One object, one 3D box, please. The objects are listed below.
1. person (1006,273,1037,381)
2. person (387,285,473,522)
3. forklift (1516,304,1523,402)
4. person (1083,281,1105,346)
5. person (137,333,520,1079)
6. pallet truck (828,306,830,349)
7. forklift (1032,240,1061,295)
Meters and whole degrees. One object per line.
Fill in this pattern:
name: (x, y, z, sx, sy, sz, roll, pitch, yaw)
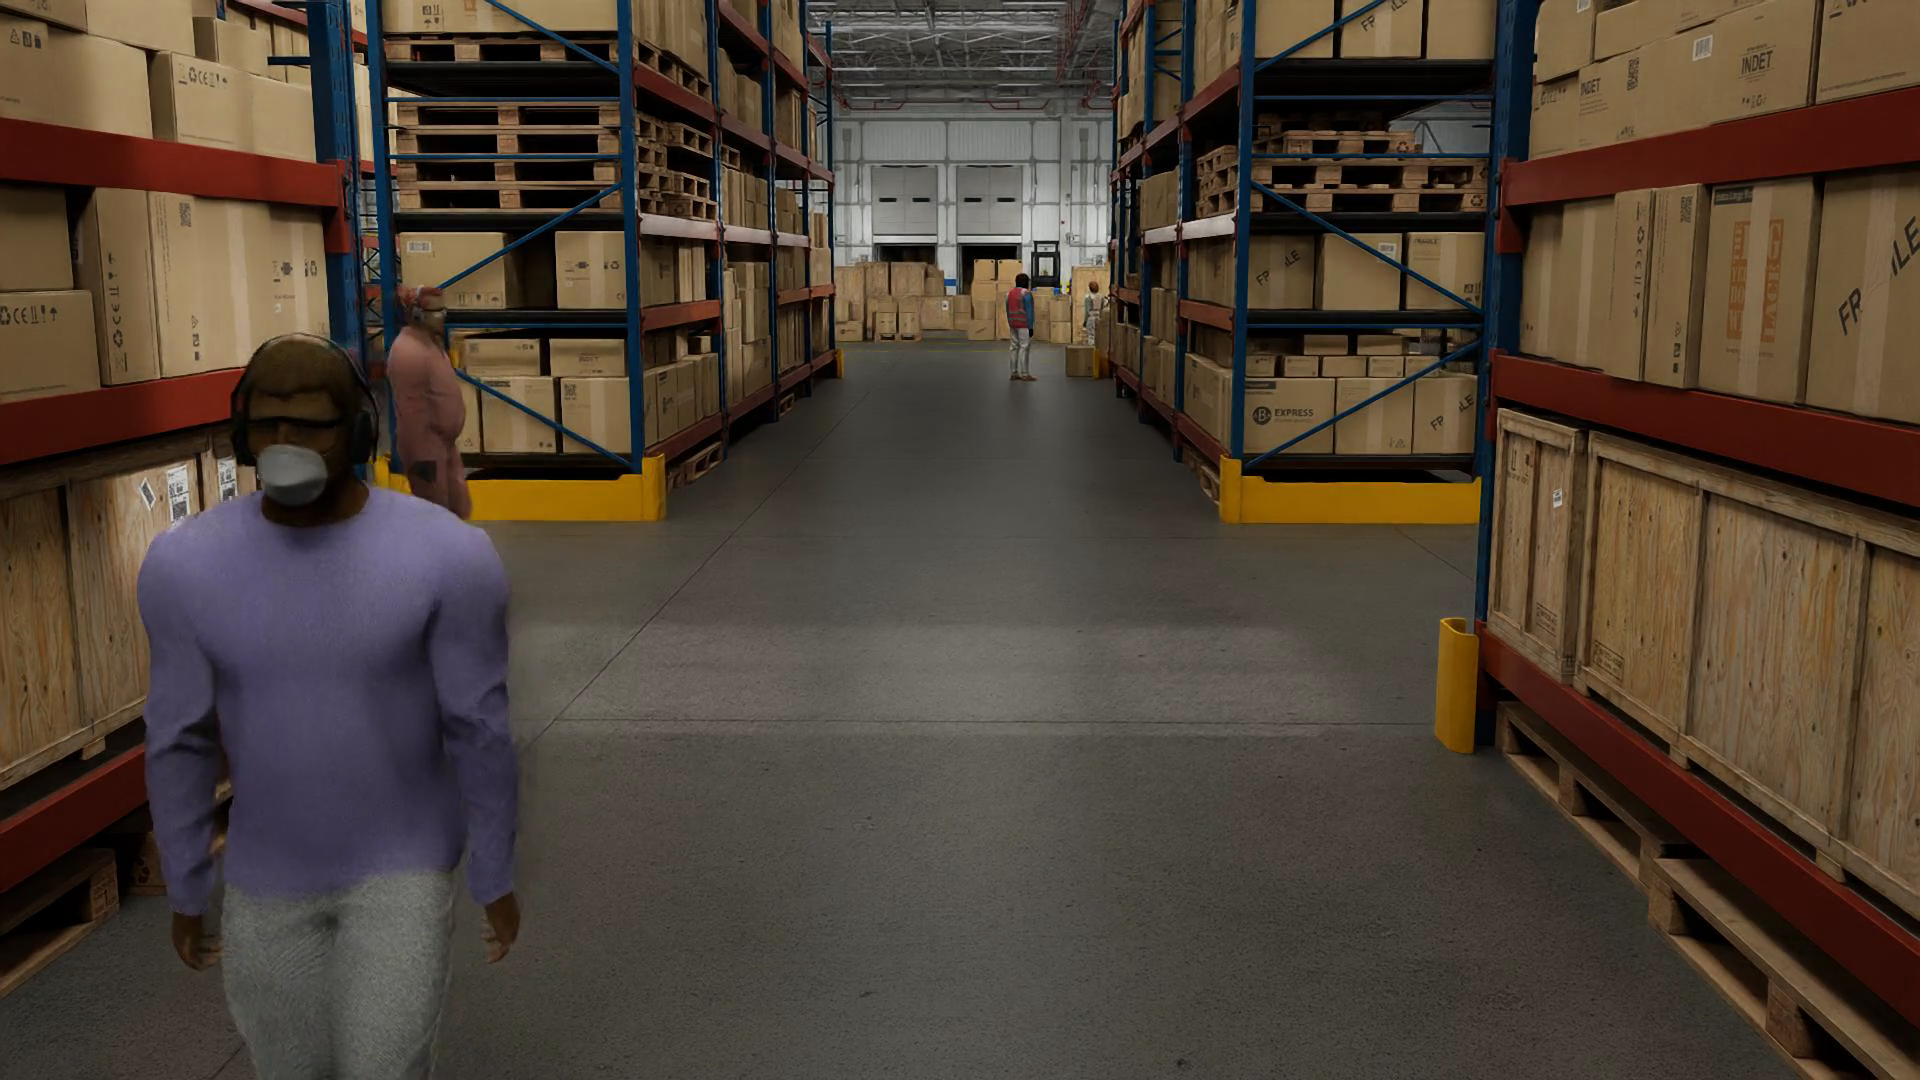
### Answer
person: (1.063, -3.646, 28.509, 0.429, 1.843, 0.629, -7, 12, -37)
person: (-3.134, -0.544, 9.775, 0.480, 1.891, 0.649, 0, 9, -1)
forklift: (7.795, -3.358, 23.677, 1.873, 2.768, 1.129, 3, 10, 15)
person: (2.754, -4.493, 34.180, 0.514, 1.642, 0.310, -6, 11, -33)
person: (-1.113, 0.574, 3.050, 0.636, 1.917, 0.826, -1, 9, -3)
pallet truck: (-3.100, -3.940, 29.800, 1.885, 1.965, 0.823, 3, 10, 19)
forklift: (3.172, -9.648, 61.356, 1.129, 2.768, 1.873, 0, 9, 1)
